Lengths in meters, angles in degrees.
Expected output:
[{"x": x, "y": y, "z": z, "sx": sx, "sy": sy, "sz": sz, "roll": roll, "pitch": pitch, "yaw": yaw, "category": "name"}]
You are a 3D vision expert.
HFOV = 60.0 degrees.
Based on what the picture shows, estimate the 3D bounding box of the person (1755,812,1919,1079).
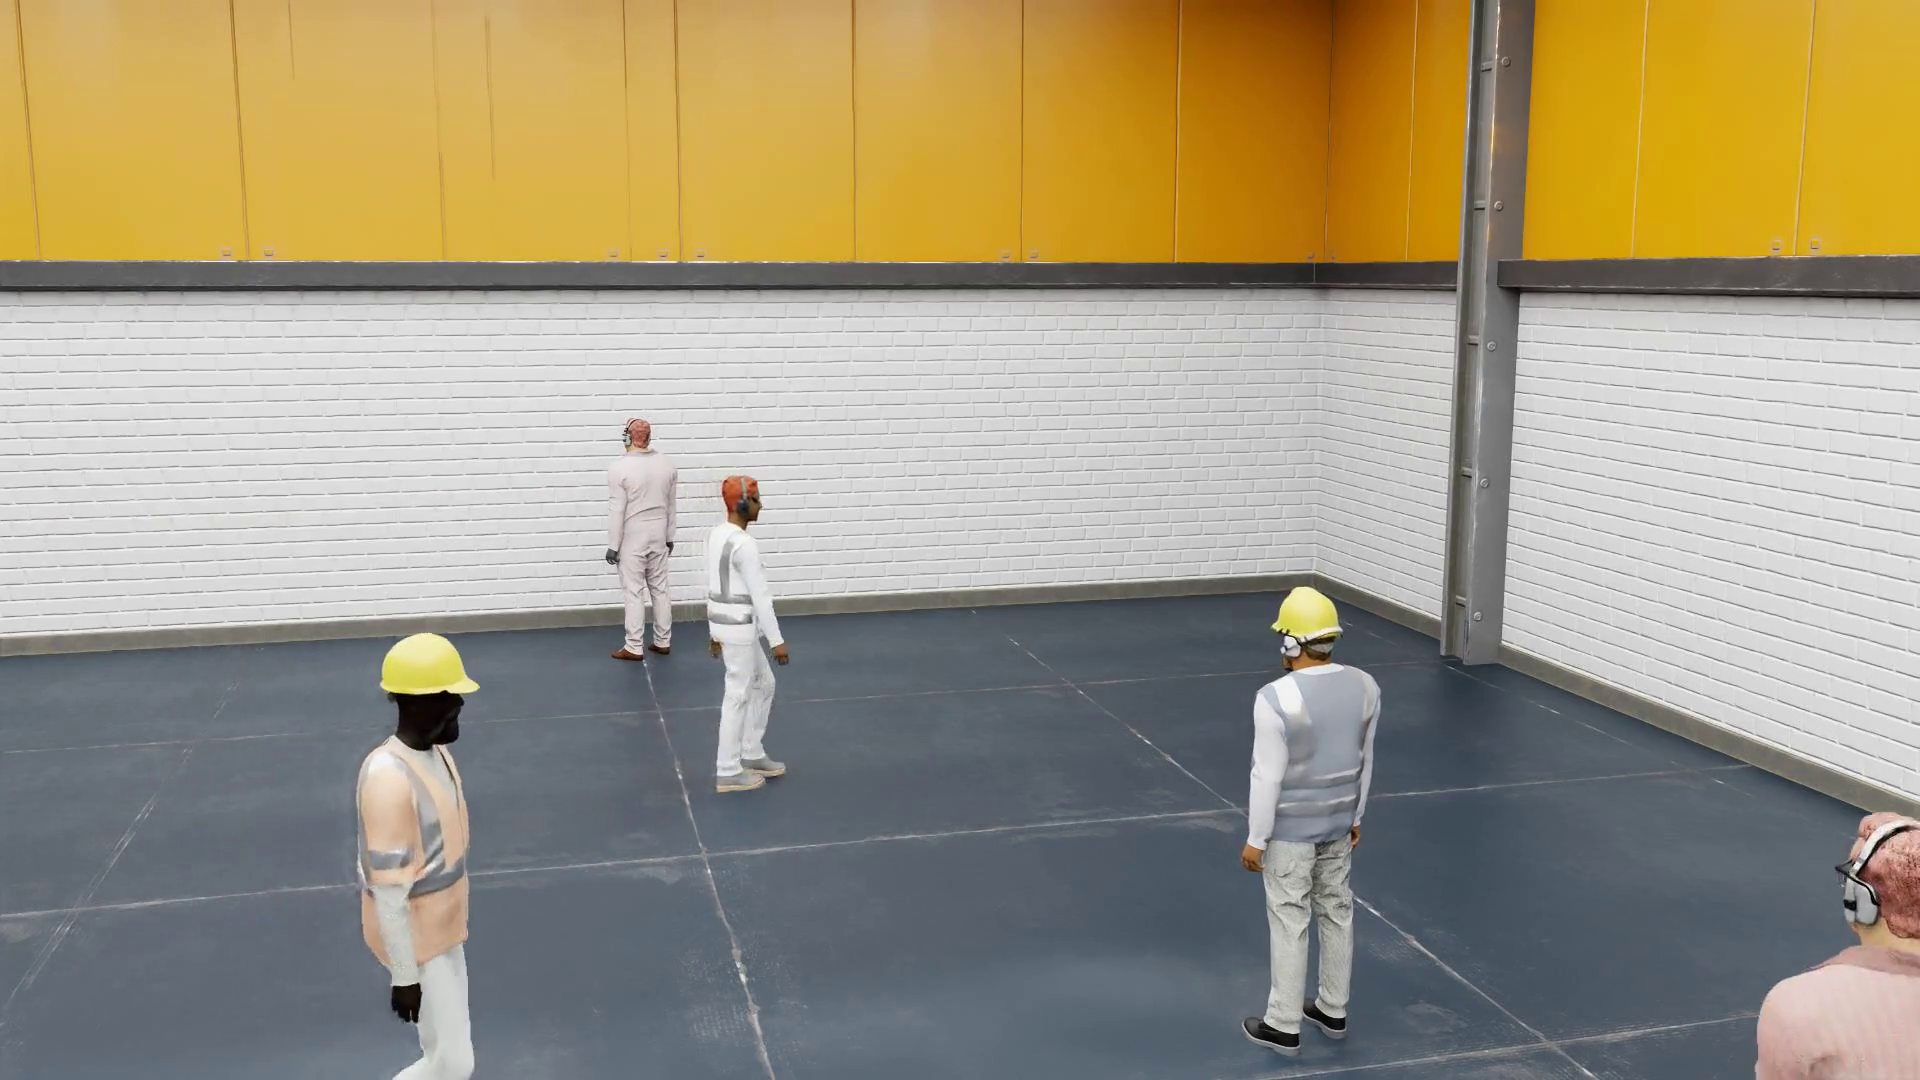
[{"x": 1.988, "y": 1.533, "z": 3.522, "sx": 0.650, "sy": 1.894, "sz": 0.621, "roll": -1, "pitch": 9, "yaw": -4, "category": "person"}]

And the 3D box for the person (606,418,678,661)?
[{"x": -2.522, "y": -0.008, "z": 13.089, "sx": 0.409, "sy": 1.907, "sz": 0.651, "roll": 8, "pitch": 12, "yaw": 40, "category": "person"}]

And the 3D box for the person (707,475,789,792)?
[{"x": -1.188, "y": 0.549, "z": 9.740, "sx": 0.601, "sy": 1.867, "sz": 0.586, "roll": -4, "pitch": 10, "yaw": -21, "category": "person"}]

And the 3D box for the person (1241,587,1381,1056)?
[{"x": 1.341, "y": 1.086, "z": 6.488, "sx": 0.586, "sy": 1.834, "sz": 0.403, "roll": -5, "pitch": 11, "yaw": -30, "category": "person"}]

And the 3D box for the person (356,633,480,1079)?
[{"x": -1.725, "y": 1.237, "z": 5.278, "sx": 0.511, "sy": 1.915, "sz": 0.603, "roll": -1, "pitch": 9, "yaw": -4, "category": "person"}]
